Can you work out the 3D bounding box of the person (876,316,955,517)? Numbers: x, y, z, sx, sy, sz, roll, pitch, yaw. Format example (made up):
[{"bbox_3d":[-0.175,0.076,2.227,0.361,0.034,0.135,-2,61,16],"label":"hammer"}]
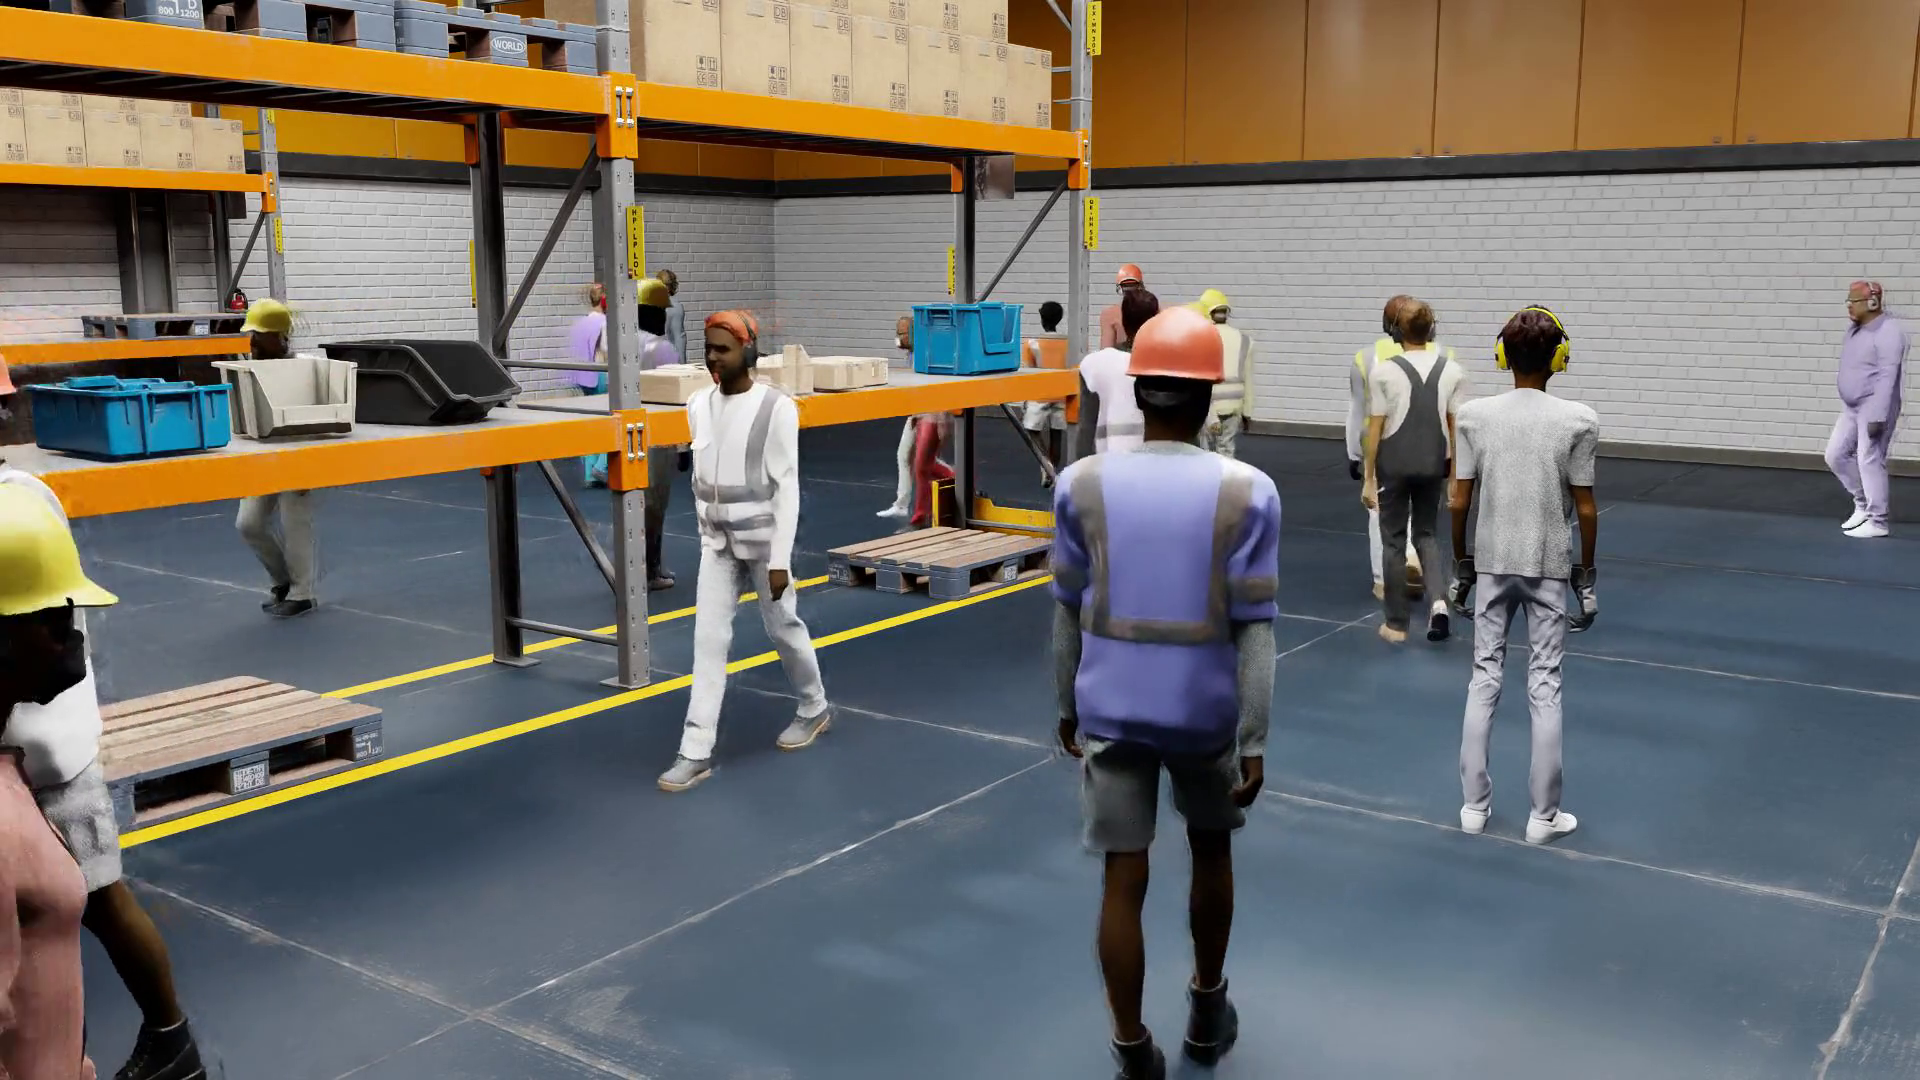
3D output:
[{"bbox_3d":[-0.245,-0.960,13.069,0.756,1.598,0.513,-1,10,-7],"label":"person"}]

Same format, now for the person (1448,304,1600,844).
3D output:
[{"bbox_3d":[1.966,0.122,5.809,0.513,1.876,0.328,6,11,30],"label":"person"}]

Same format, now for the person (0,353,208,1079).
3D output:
[{"bbox_3d":[-2.197,0.474,3.670,0.552,1.884,0.971,8,13,40],"label":"person"}]

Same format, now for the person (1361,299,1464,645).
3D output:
[{"bbox_3d":[2.362,-0.332,8.669,0.507,1.831,0.459,-1,10,-6],"label":"person"}]

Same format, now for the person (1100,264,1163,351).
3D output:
[{"bbox_3d":[1.493,-1.416,14.615,0.617,1.989,0.392,-3,10,-17],"label":"person"}]

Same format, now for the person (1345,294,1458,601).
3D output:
[{"bbox_3d":[2.578,-0.519,9.749,0.643,1.827,0.627,2,10,11],"label":"person"}]

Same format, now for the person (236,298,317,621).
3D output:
[{"bbox_3d":[-3.819,-0.443,9.345,0.589,1.815,0.419,4,10,23],"label":"person"}]

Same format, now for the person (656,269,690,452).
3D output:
[{"bbox_3d":[-3.129,-1.889,17.622,0.627,1.936,0.362,7,12,37],"label":"person"}]

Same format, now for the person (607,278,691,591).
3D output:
[{"bbox_3d":[-1.845,-0.641,10.223,0.578,1.910,0.613,-9,13,-44],"label":"person"}]

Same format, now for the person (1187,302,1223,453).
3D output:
[{"bbox_3d":[1.801,-0.900,12.381,0.838,1.706,0.494,0,10,0],"label":"person"}]

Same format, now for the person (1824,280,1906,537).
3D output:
[{"bbox_3d":[6.641,-0.952,12.188,0.449,1.881,0.712,1,10,6],"label":"person"}]

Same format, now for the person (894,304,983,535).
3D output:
[{"bbox_3d":[-0.147,-0.878,12.213,0.645,1.714,0.593,-3,10,-19],"label":"person"}]

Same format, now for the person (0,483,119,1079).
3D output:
[{"bbox_3d":[-1.179,0.791,2.235,0.763,1.738,0.549,-7,12,-35],"label":"person"}]

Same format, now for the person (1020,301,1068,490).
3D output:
[{"bbox_3d":[0.795,-1.244,14.529,0.544,1.678,0.600,-2,10,-13],"label":"person"}]

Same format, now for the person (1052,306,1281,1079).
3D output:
[{"bbox_3d":[0.499,0.394,4.088,0.546,1.914,0.721,2,10,11],"label":"person"}]

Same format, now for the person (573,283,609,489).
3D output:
[{"bbox_3d":[-3.176,-1.353,14.731,0.454,1.825,0.596,-7,12,-37],"label":"person"}]

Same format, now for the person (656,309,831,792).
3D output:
[{"bbox_3d":[-0.827,0.013,6.603,0.594,1.845,0.973,6,11,31],"label":"person"}]

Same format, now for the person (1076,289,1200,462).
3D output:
[{"bbox_3d":[0.934,-0.358,8.668,0.624,1.864,0.993,2,10,10],"label":"person"}]

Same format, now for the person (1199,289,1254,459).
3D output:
[{"bbox_3d":[1.990,-1.026,12.827,0.614,1.810,0.518,-3,10,-15],"label":"person"}]
